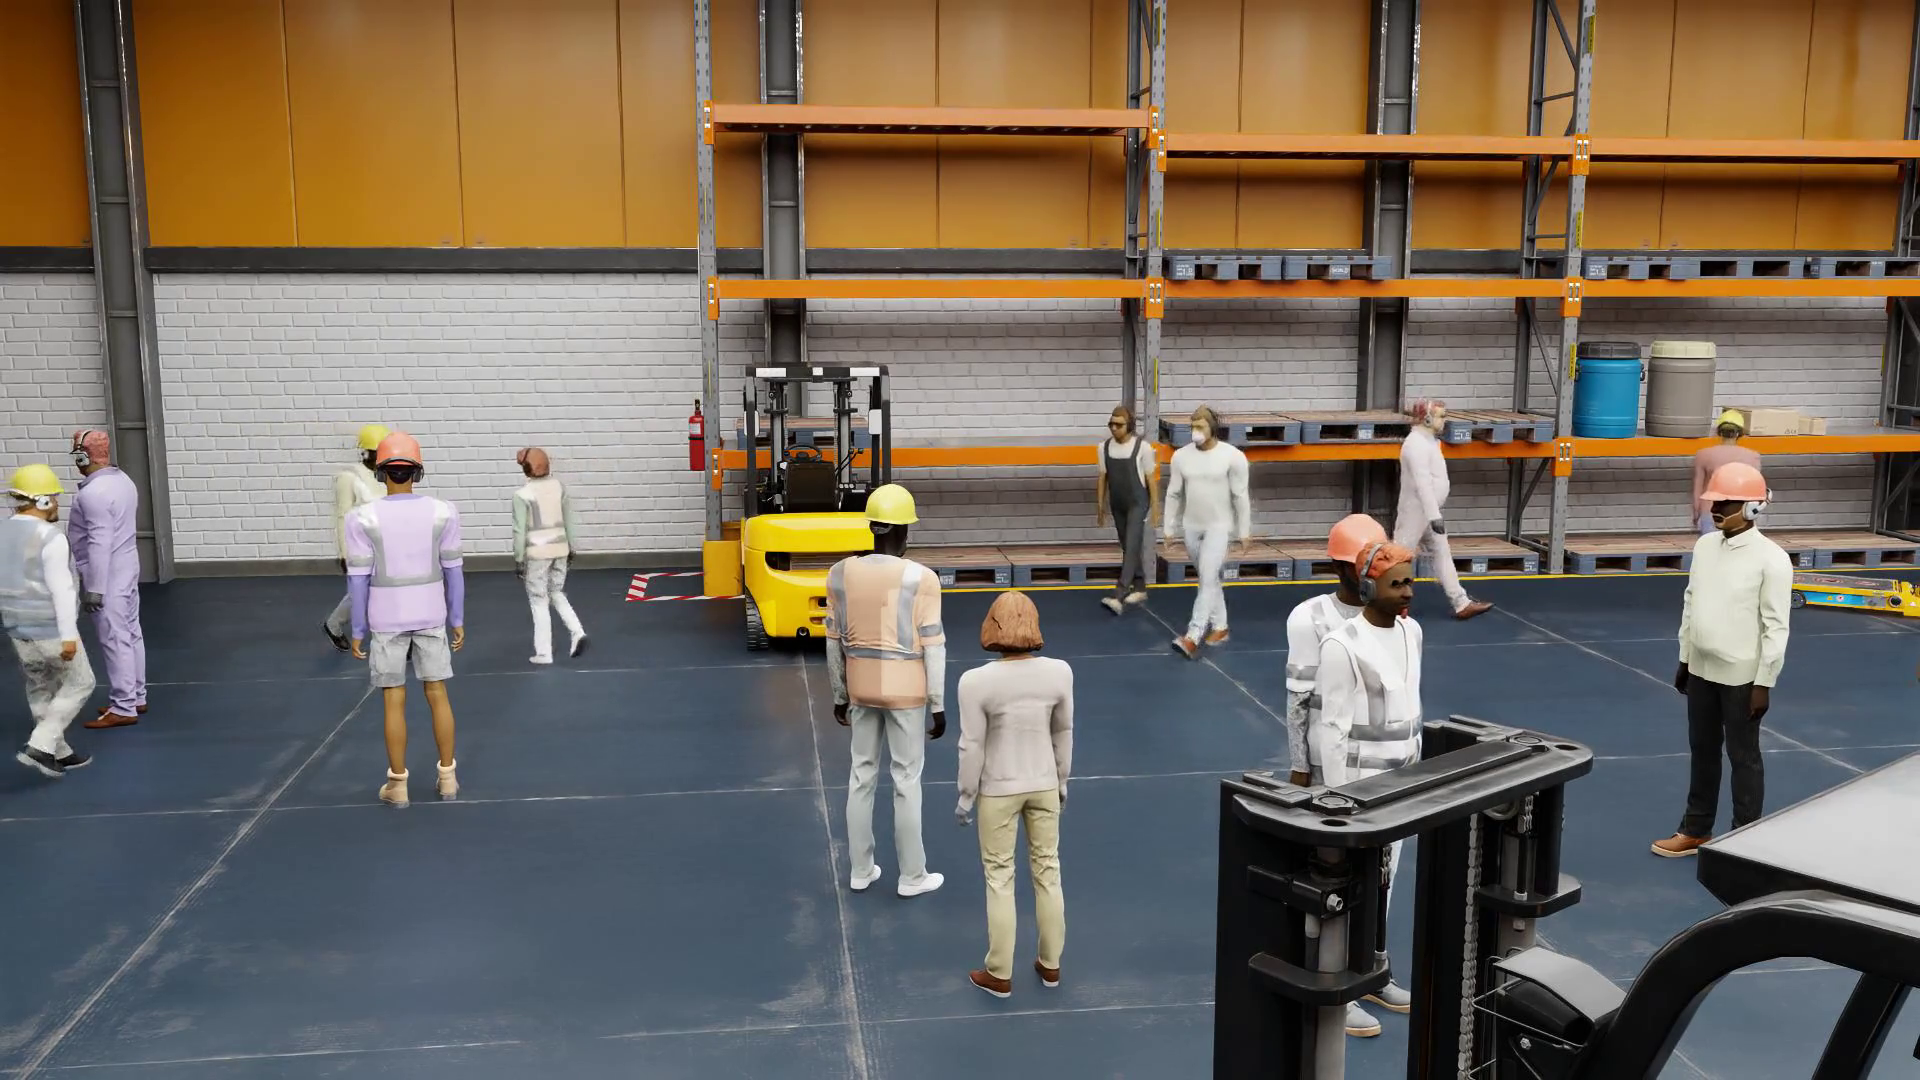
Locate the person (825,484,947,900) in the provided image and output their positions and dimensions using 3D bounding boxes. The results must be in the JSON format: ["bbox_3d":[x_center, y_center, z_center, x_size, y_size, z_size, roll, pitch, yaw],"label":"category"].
[{"bbox_3d":[-0.330,0.701,7.700,0.592,1.926,0.366,4,10,23],"label":"person"}]

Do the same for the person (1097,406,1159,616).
[{"bbox_3d":[1.406,-0.264,14.236,0.523,1.767,1.032,6,11,34],"label":"person"}]

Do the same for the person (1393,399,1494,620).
[{"bbox_3d":[3.886,-0.230,13.730,0.997,1.852,0.647,5,10,26],"label":"person"}]

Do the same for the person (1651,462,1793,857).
[{"bbox_3d":[3.682,0.619,8.001,0.379,1.995,0.612,-3,10,-18],"label":"person"}]

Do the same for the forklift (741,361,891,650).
[{"bbox_3d":[-1.154,-0.340,13.365,1.214,2.155,2.313,-1,9,-7],"label":"forklift"}]

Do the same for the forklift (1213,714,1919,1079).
[{"bbox_3d":[1.441,1.425,2.350,1.214,2.155,2.313,-7,12,-39],"label":"forklift"}]

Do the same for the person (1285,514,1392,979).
[{"bbox_3d":[1.572,0.852,6.719,0.543,1.939,0.361,-4,10,-23],"label":"person"}]

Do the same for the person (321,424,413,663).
[{"bbox_3d":[-4.418,0.019,12.394,0.814,1.794,0.636,6,11,31],"label":"person"}]

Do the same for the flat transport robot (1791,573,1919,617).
[{"bbox_3d":[7.612,0.450,14.419,1.431,0.197,0.652,5,10,28],"label":"flat transport robot"}]

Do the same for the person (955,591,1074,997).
[{"bbox_3d":[0.219,1.013,6.664,0.499,1.634,0.285,-4,10,-21],"label":"person"}]

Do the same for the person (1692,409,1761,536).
[{"bbox_3d":[6.446,-0.224,14.021,0.542,1.747,0.407,5,10,29],"label":"person"}]

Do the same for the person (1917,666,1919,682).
[{"bbox_3d":[5.177,0.628,8.338,0.609,1.861,0.989,4,10,25],"label":"person"}]

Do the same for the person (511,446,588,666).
[{"bbox_3d":[-3.019,0.123,12.204,0.421,1.626,0.553,7,11,36],"label":"person"}]

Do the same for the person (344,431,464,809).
[{"bbox_3d":[-3.011,0.428,9.043,0.614,2.041,0.393,-5,11,-30],"label":"person"}]

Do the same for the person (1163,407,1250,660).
[{"bbox_3d":[1.828,-0.062,12.608,0.641,1.874,1.049,7,11,37],"label":"person"}]

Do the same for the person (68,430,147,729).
[{"bbox_3d":[-5.465,0.245,10.621,0.400,1.905,0.643,-2,9,-10],"label":"person"}]

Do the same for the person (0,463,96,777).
[{"bbox_3d":[-5.216,0.471,9.461,0.619,1.823,0.450,4,10,24],"label":"person"}]

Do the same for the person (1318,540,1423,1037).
[{"bbox_3d":[1.586,0.933,6.384,0.586,1.882,0.342,-9,13,-43],"label":"person"}]
